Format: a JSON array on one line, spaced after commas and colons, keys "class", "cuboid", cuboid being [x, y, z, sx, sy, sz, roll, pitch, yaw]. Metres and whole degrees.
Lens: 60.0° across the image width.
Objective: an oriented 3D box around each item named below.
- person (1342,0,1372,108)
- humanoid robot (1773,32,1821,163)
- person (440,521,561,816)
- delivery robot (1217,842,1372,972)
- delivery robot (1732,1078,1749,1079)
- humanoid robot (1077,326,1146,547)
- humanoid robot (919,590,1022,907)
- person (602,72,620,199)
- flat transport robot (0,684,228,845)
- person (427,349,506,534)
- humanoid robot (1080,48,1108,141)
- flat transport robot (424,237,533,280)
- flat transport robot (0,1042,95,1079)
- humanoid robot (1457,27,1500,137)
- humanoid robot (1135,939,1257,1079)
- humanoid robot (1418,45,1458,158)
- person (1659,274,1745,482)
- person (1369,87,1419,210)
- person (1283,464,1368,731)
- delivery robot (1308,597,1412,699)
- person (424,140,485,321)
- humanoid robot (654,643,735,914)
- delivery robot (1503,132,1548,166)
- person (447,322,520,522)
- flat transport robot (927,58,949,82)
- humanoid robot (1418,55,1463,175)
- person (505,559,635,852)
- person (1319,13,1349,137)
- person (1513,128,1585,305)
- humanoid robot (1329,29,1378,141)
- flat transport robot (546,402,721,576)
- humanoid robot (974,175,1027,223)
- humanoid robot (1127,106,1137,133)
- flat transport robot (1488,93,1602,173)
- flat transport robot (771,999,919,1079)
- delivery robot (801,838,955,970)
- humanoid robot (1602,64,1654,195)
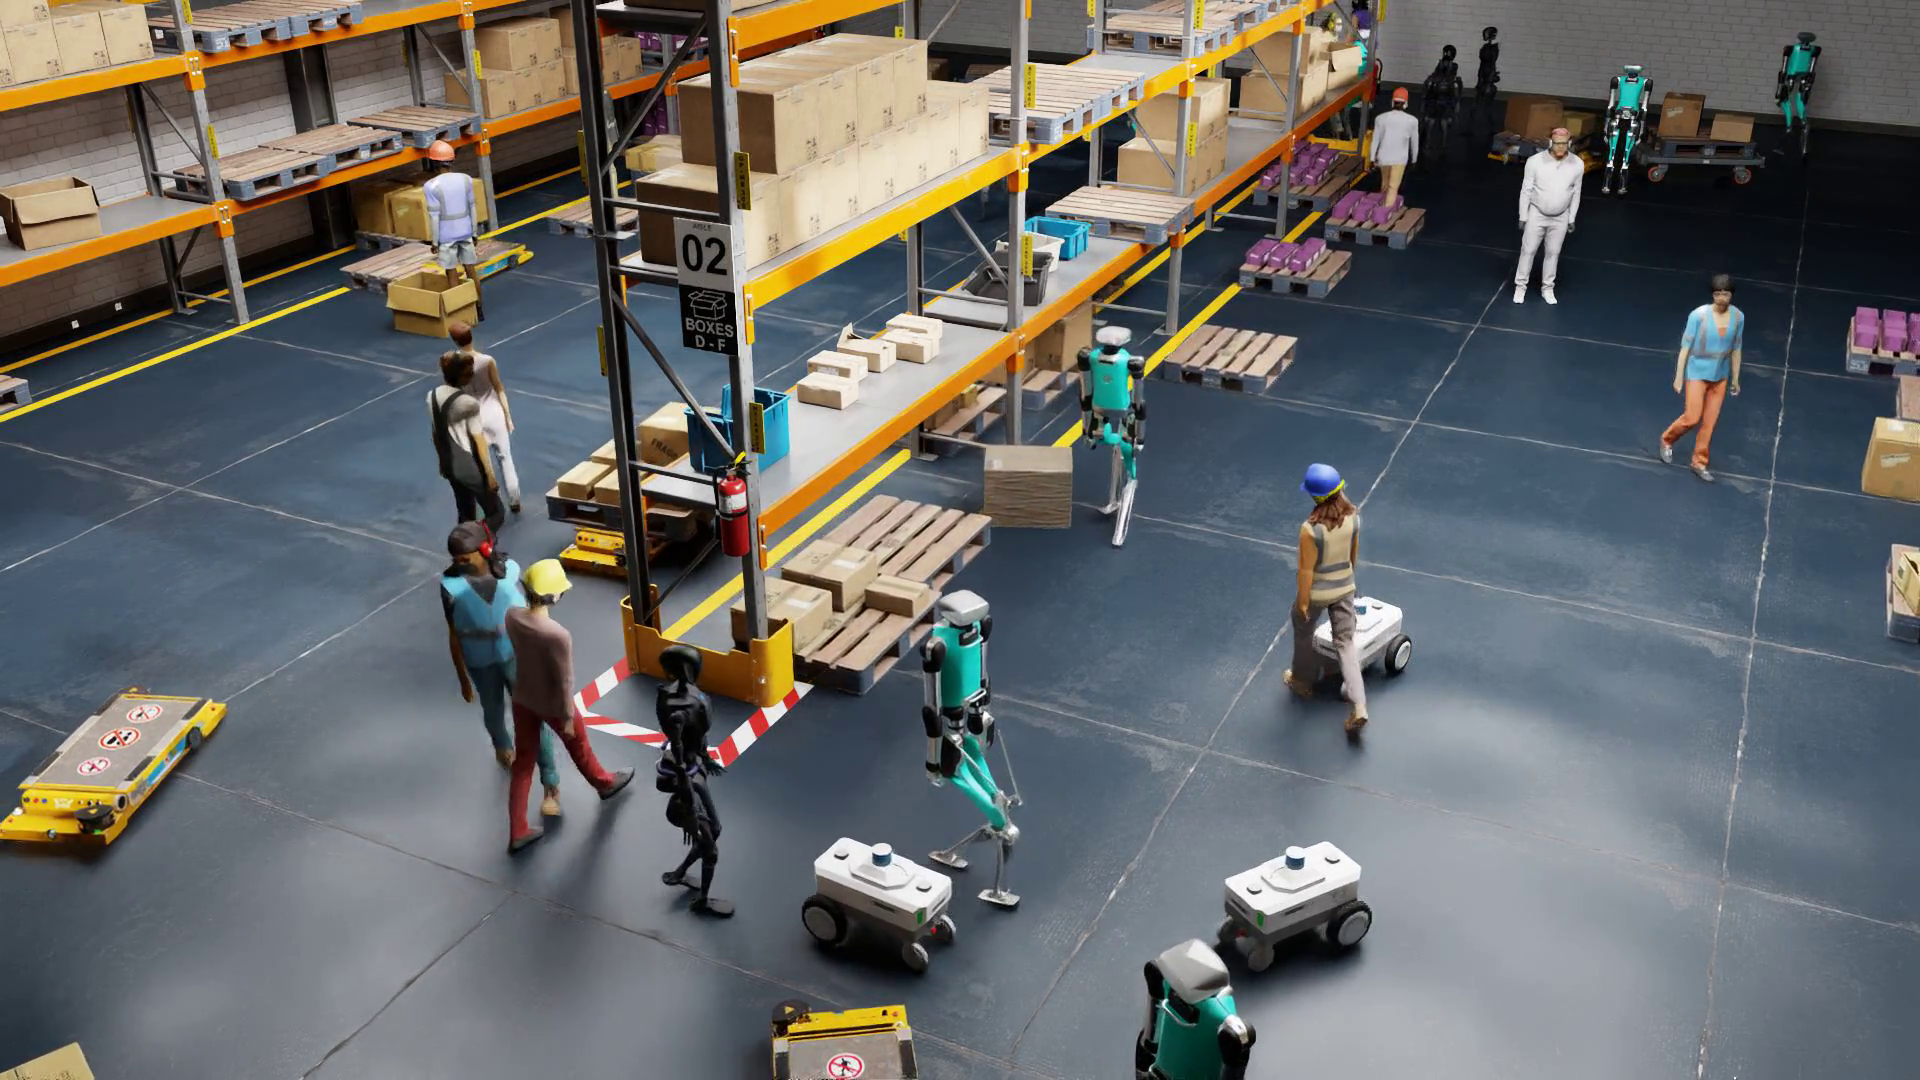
[{"class": "person", "cuboid": [6.392, -8.065, 27.257, 0.993, 1.878, 0.529, 14, 29, 25]}, {"class": "humanoid robot", "cuboid": [12.141, -6.327, 23.972, 0.550, 1.828, 0.886, -2, 26, -3]}, {"class": "person", "cuboid": [-2.654, 0.706, 9.622, 0.536, 1.820, 0.915, -12, 29, -22]}, {"class": "delivery robot", "cuboid": [1.747, 1.874, 8.692, 0.812, 0.614, 0.499, -14, 30, -26]}, {"class": "delivery robot", "cuboid": [3.480, 2.665, 7.091, 0.499, 0.611, 0.809, 4, 27, 7]}, {"class": "humanoid robot", "cuboid": [1.256, -0.884, 12.940, 0.531, 1.780, 0.881, 12, 29, 23]}, {"class": "humanoid robot", "cuboid": [0.166, 1.155, 8.822, 0.884, 1.782, 0.559, 18, 31, 32]}, {"class": "person", "cuboid": [-4.558, -5.102, 21.307, 0.390, 1.846, 0.565, -3, 26, -6]}, {"class": "flat transport robot", "cuboid": [-5.103, 1.338, 10.075, 0.659, 0.231, 1.431, 2, 26, 5]}, {"class": "person", "cuboid": [-3.577, -0.517, 12.062, 0.583, 1.831, 0.392, 16, 31, 29]}, {"class": "humanoid robot", "cuboid": [1.992, -6.846, 25.021, 0.488, 1.636, 0.599, 2, 26, 3]}, {"class": "flat transport robot", "cuboid": [-5.628, -3.193, 19.228, 0.659, 0.231, 1.431, 10, 28, 19]}, {"class": "flat transport robot", "cuboid": [-3.801, 2.980, 6.758, 1.431, 0.231, 0.659, -20, 32, -34]}, {"class": "humanoid robot", "cuboid": [8.005, -6.954, 25.273, 0.606, 1.629, 0.605, -1, 26, -3]}, {"class": "humanoid robot", "cuboid": [0.711, 2.360, 6.367, 0.716, 1.802, 0.546, -17, 31, -30]}, {"class": "humanoid robot", "cuboid": [6.901, -6.322, 23.980, 0.591, 1.628, 0.560, -20, 33, -35]}, {"class": "person", "cuboid": [6.248, -1.367, 13.872, 0.522, 1.751, 0.495, -4, 27, -7]}, {"class": "person", "cuboid": [5.434, -4.806, 20.861, 0.574, 1.707, 0.905, 13, 29, 25]}, {"class": "person", "cuboid": [2.335, 0.345, 10.422, 0.480, 1.734, 0.853, -7, 27, -14]}, {"class": "delivery robot", "cuboid": [2.650, 0.671, 11.106, 0.499, 0.599, 0.784, 22, 34, 37]}, {"class": "person", "cuboid": [-5.295, -3.191, 17.350, 0.376, 1.932, 0.553, 23, 34, 38]}, {"class": "humanoid robot", "cuboid": [-1.423, 1.243, 8.675, 0.410, 1.633, 0.595, 0, 26, -1]}, {"class": "delivery robot", "cuboid": [8.139, -5.580, 23.749, 0.518, 0.613, 0.785, -23, 35, -39]}, {"class": "person", "cuboid": [-3.778, -0.923, 13.090, 0.488, 1.628, 0.410, -7, 27, -13]}, {"class": "flat transport robot", "cuboid": [-0.580, -6.690, 26.292, 1.431, 0.231, 0.659, 7, 27, 13]}, {"class": "humanoid robot", "cuboid": [6.662, -5.919, 23.147, 0.593, 1.647, 0.366, 5, 27, 10]}, {"class": "person", "cuboid": [-2.301, 0.879, 9.370, 0.523, 1.713, 0.914, 14, 30, 26]}, {"class": "person", "cuboid": [5.573, -7.108, 25.381, 0.973, 1.826, 0.550, 24, 35, 39]}, {"class": "person", "cuboid": [6.363, -3.495, 17.995, 0.642, 1.908, 0.414, 2, 26, 4]}, {"class": "humanoid robot", "cuboid": [5.732, -6.706, 24.702, 0.548, 1.788, 0.795, -14, 30, -26]}, {"class": "flat transport robot", "cuboid": [-2.493, -0.134, 13.048, 0.659, 0.231, 1.431, 9, 28, 17]}, {"class": "humanoid robot", "cuboid": [0.505, -4.840, 21.022, 0.733, 1.644, 0.611, -18, 32, -32]}, {"class": "humanoid robot", "cuboid": [2.620, -5.820, 22.939, 0.754, 1.839, 0.550, -21, 33, -36]}, {"class": "flat transport robot", "cuboid": [8.419, -5.525, 23.938, 1.431, 0.231, 0.659, 21, 33, 36]}, {"class": "flat transport robot", "cuboid": [-0.496, 2.615, 7.496, 0.659, 0.231, 1.431, -3, 27, -7]}, {"class": "delivery robot", "cuboid": [-0.428, 1.860, 8.720, 0.802, 0.614, 0.499, 15, 30, 28]}, {"class": "humanoid robot", "cuboid": [8.675, -5.346, 21.776, 0.533, 1.672, 0.735, 12, 29, 22]}]
